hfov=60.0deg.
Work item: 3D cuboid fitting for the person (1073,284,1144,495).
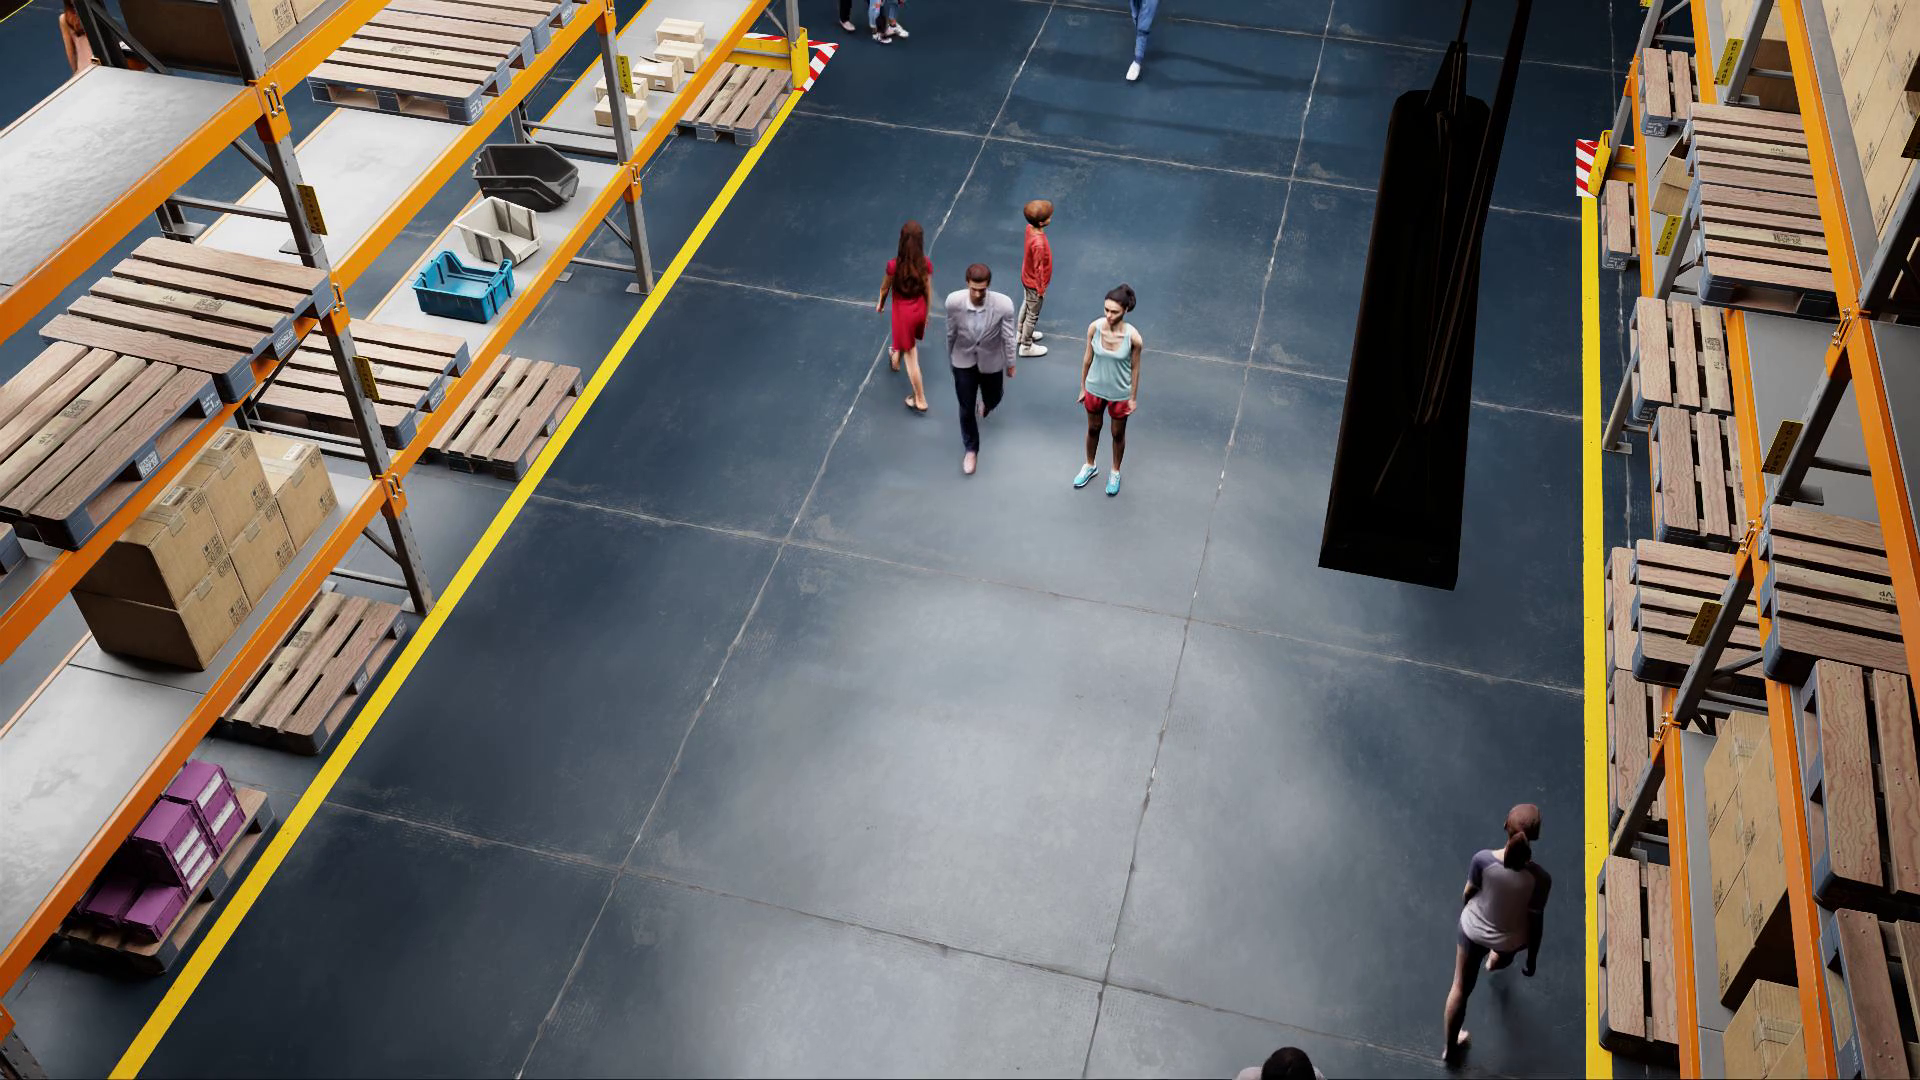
[{"bbox_3d":[1.089,-1.080,12.106,0.623,1.764,0.582,16,46,16],"label":"person"}]

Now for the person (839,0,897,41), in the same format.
[{"bbox_3d":[-1.143,-6.055,17.465,1.083,1.575,1.093,-28,50,-26],"label":"person"}]

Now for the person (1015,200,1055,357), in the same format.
[{"bbox_3d":[0.596,-2.127,13.460,0.648,1.413,0.535,-6,44,-7],"label":"person"}]

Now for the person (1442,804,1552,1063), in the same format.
[{"bbox_3d":[2.775,2.141,8.762,0.771,1.714,1.153,21,48,21],"label":"person"}]

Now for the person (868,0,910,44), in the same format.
[{"bbox_3d":[-0.911,-5.937,17.313,0.805,1.614,0.680,28,50,26],"label":"person"}]

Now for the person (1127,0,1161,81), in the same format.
[{"bbox_3d":[1.890,-5.685,16.936,0.734,1.770,1.178,13,45,14],"label":"person"}]

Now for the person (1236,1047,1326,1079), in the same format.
[{"bbox_3d":[1.494,2.859,8.092,0.723,1.598,0.756,-1,44,-1],"label":"person"}]

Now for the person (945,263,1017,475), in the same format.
[{"bbox_3d":[0.141,-1.394,12.404,0.766,1.808,1.062,5,44,6],"label":"person"}]

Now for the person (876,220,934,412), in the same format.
[{"bbox_3d":[-0.379,-1.704,12.952,0.999,1.502,1.103,-19,47,-19],"label":"person"}]
